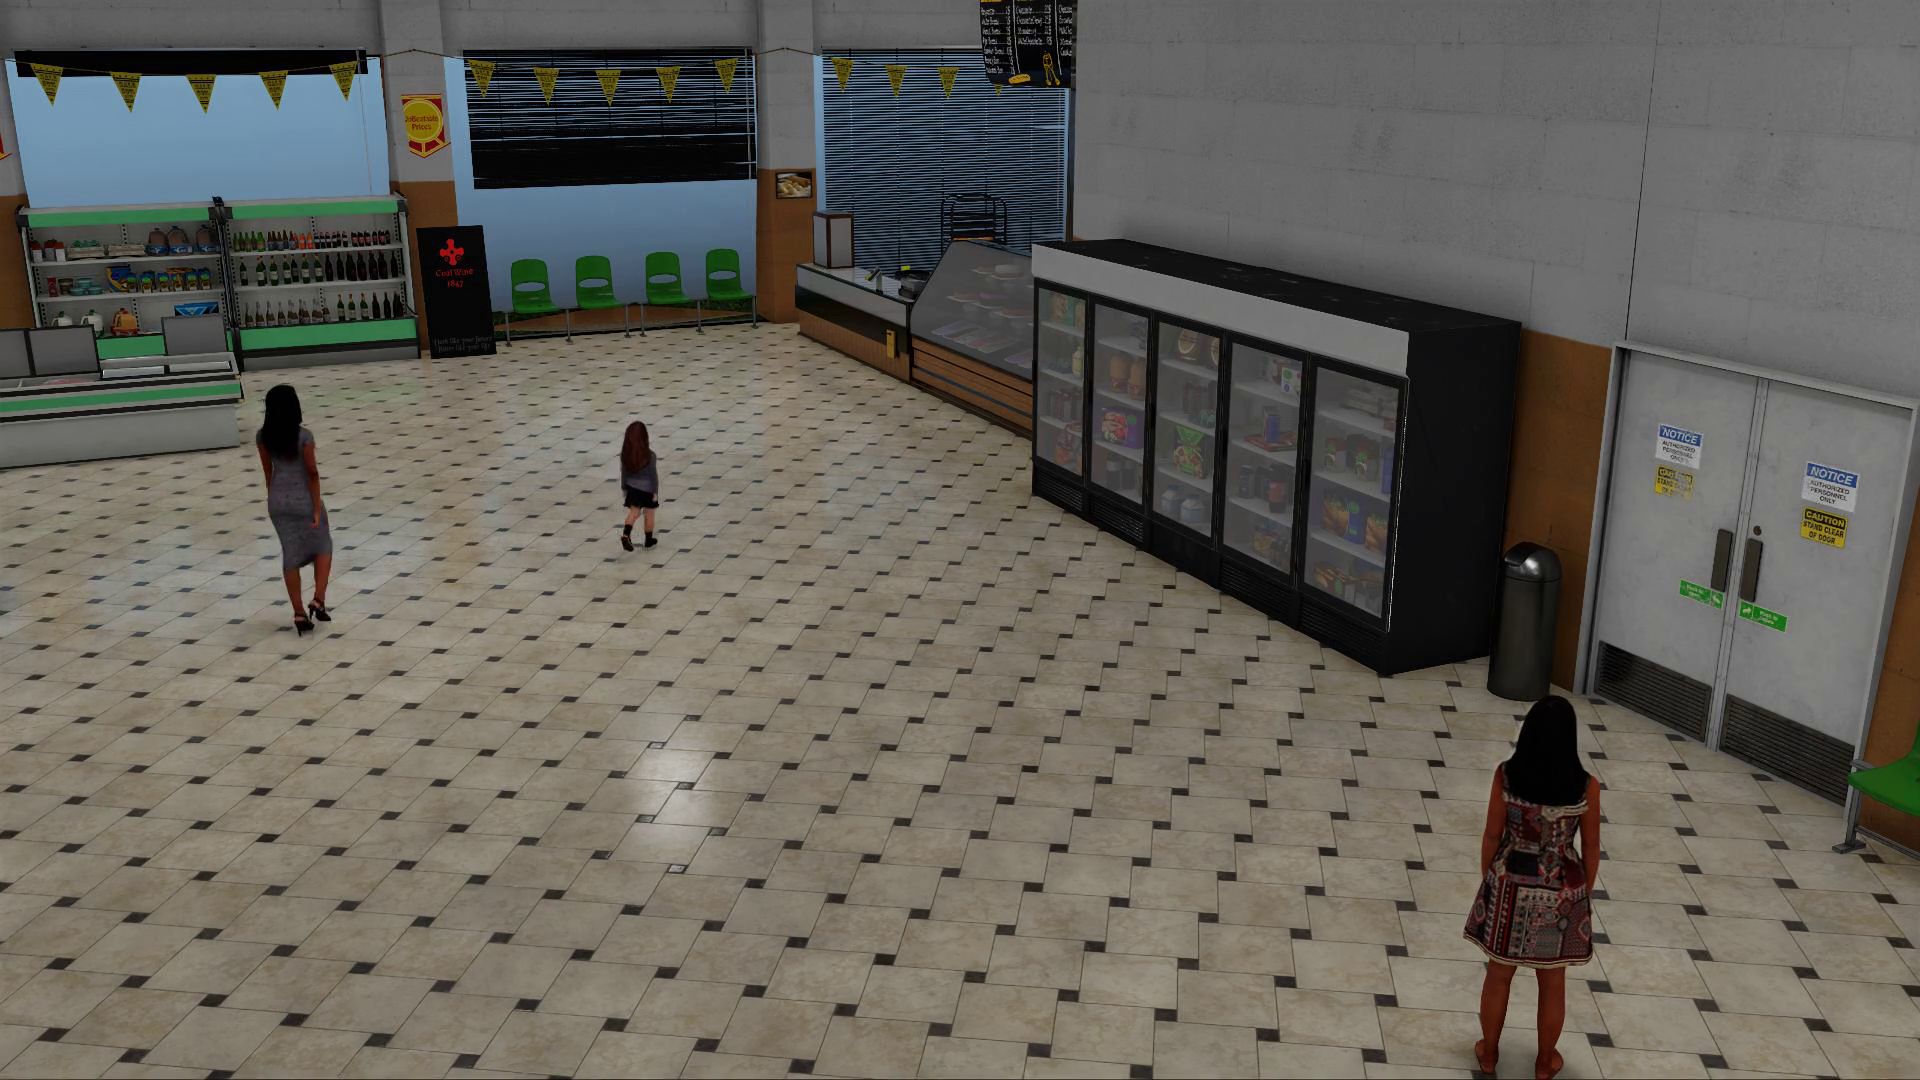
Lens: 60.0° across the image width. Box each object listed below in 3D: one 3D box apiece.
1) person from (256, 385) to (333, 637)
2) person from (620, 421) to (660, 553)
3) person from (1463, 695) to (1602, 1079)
[{"bbox_3d":[-4.655,-0.179,11.559,0.684,1.771,0.754,0,17,-1],"label":"person"},{"bbox_3d":[-2.621,-0.421,13.519,0.720,1.096,0.759,5,17,15],"label":"person"},{"bbox_3d":[2.285,1.386,6.622,0.706,1.645,0.770,6,18,18],"label":"person"}]
